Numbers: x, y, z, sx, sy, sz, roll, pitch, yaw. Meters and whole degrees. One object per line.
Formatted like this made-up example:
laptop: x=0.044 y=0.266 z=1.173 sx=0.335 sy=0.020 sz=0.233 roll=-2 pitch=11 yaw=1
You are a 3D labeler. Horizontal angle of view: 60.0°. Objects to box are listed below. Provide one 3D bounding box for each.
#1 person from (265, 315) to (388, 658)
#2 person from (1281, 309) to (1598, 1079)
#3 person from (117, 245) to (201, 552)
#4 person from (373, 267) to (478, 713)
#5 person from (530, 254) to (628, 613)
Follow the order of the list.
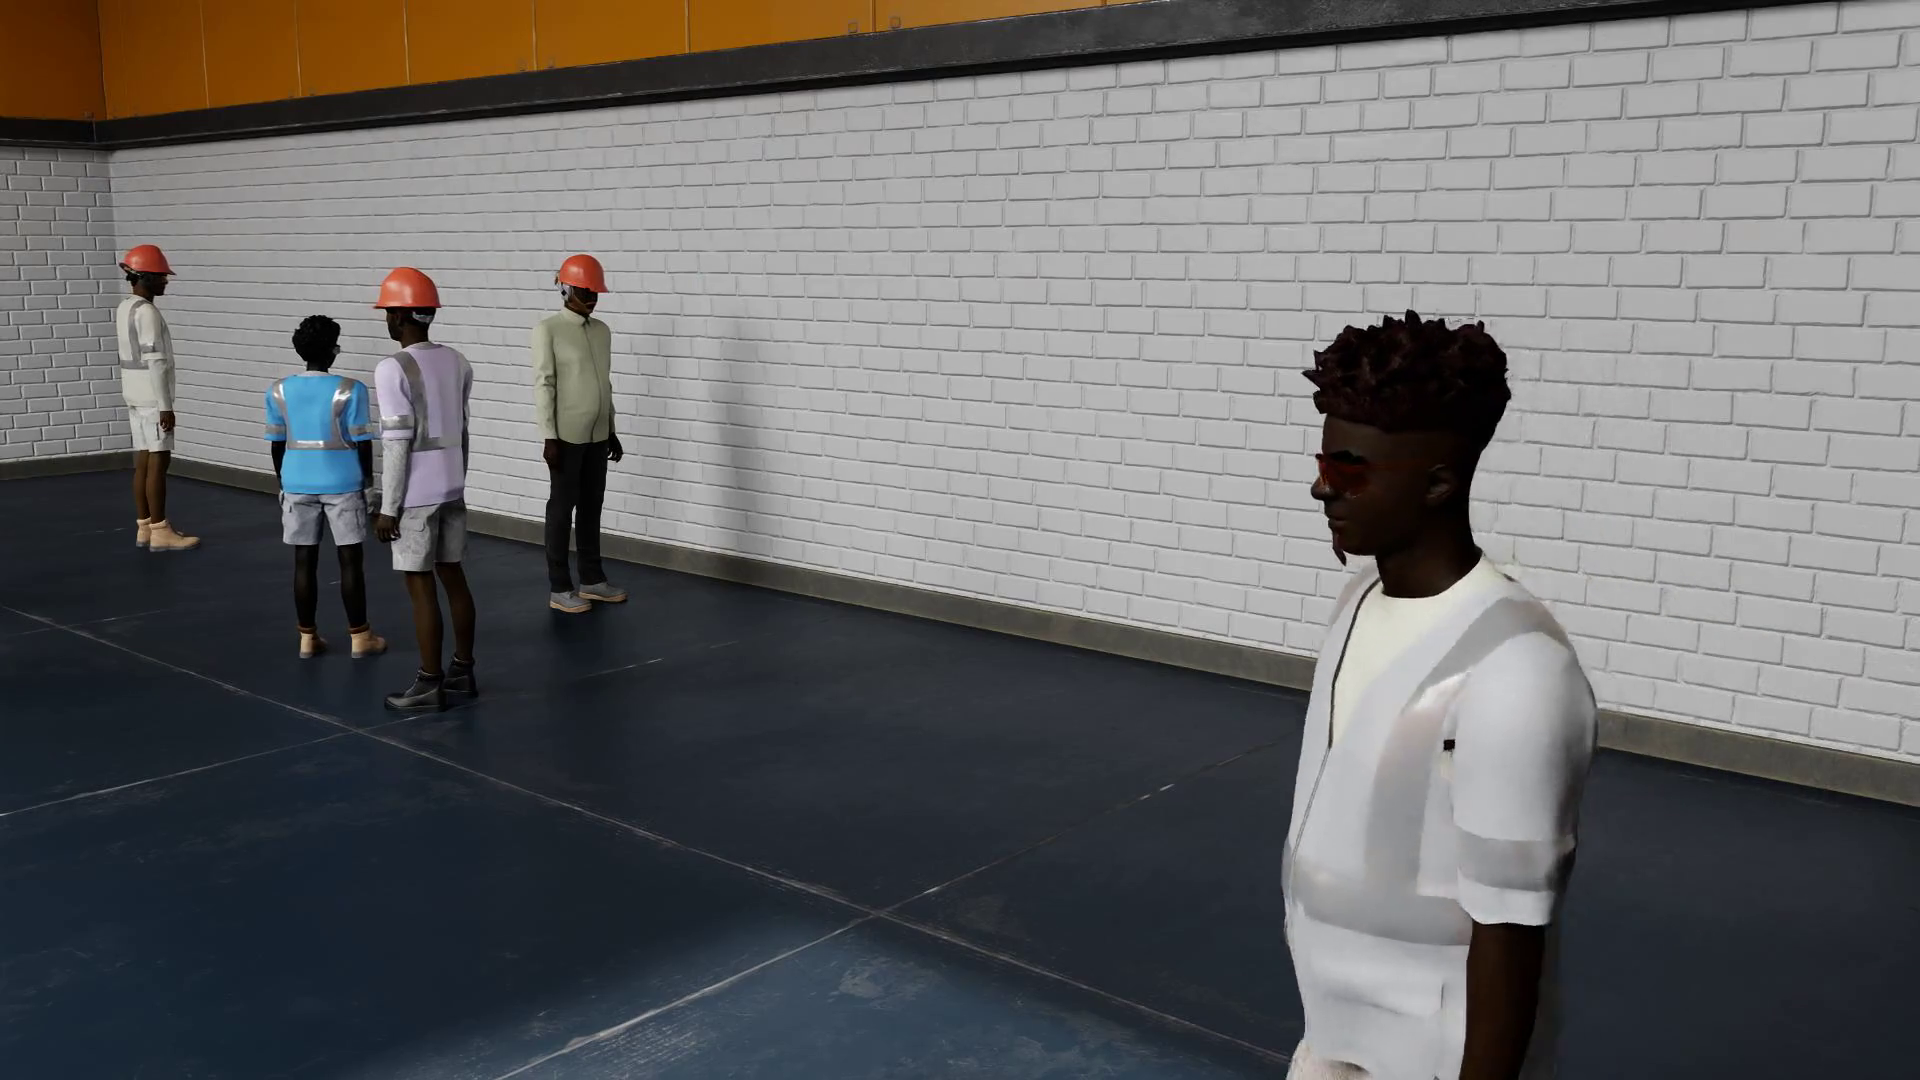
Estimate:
person: x=-3.130 y=-0.253 z=8.200 sx=0.536 sy=1.696 sz=0.321 roll=1 pitch=10 yaw=4
person: x=0.671 y=0.657 z=2.314 sx=0.590 sy=1.949 sz=0.606 roll=-1 pitch=10 yaw=-7
person: x=-5.398 y=-0.946 z=11.166 sx=0.381 sy=2.040 sz=0.615 roll=-9 pitch=13 yaw=-41
person: x=-2.357 y=-0.211 z=7.273 sx=0.358 sy=1.938 sz=0.542 roll=4 pitch=11 yaw=19
person: x=-2.127 y=-0.600 z=9.351 sx=0.392 sy=1.987 sz=0.611 roll=5 pitch=11 yaw=27
